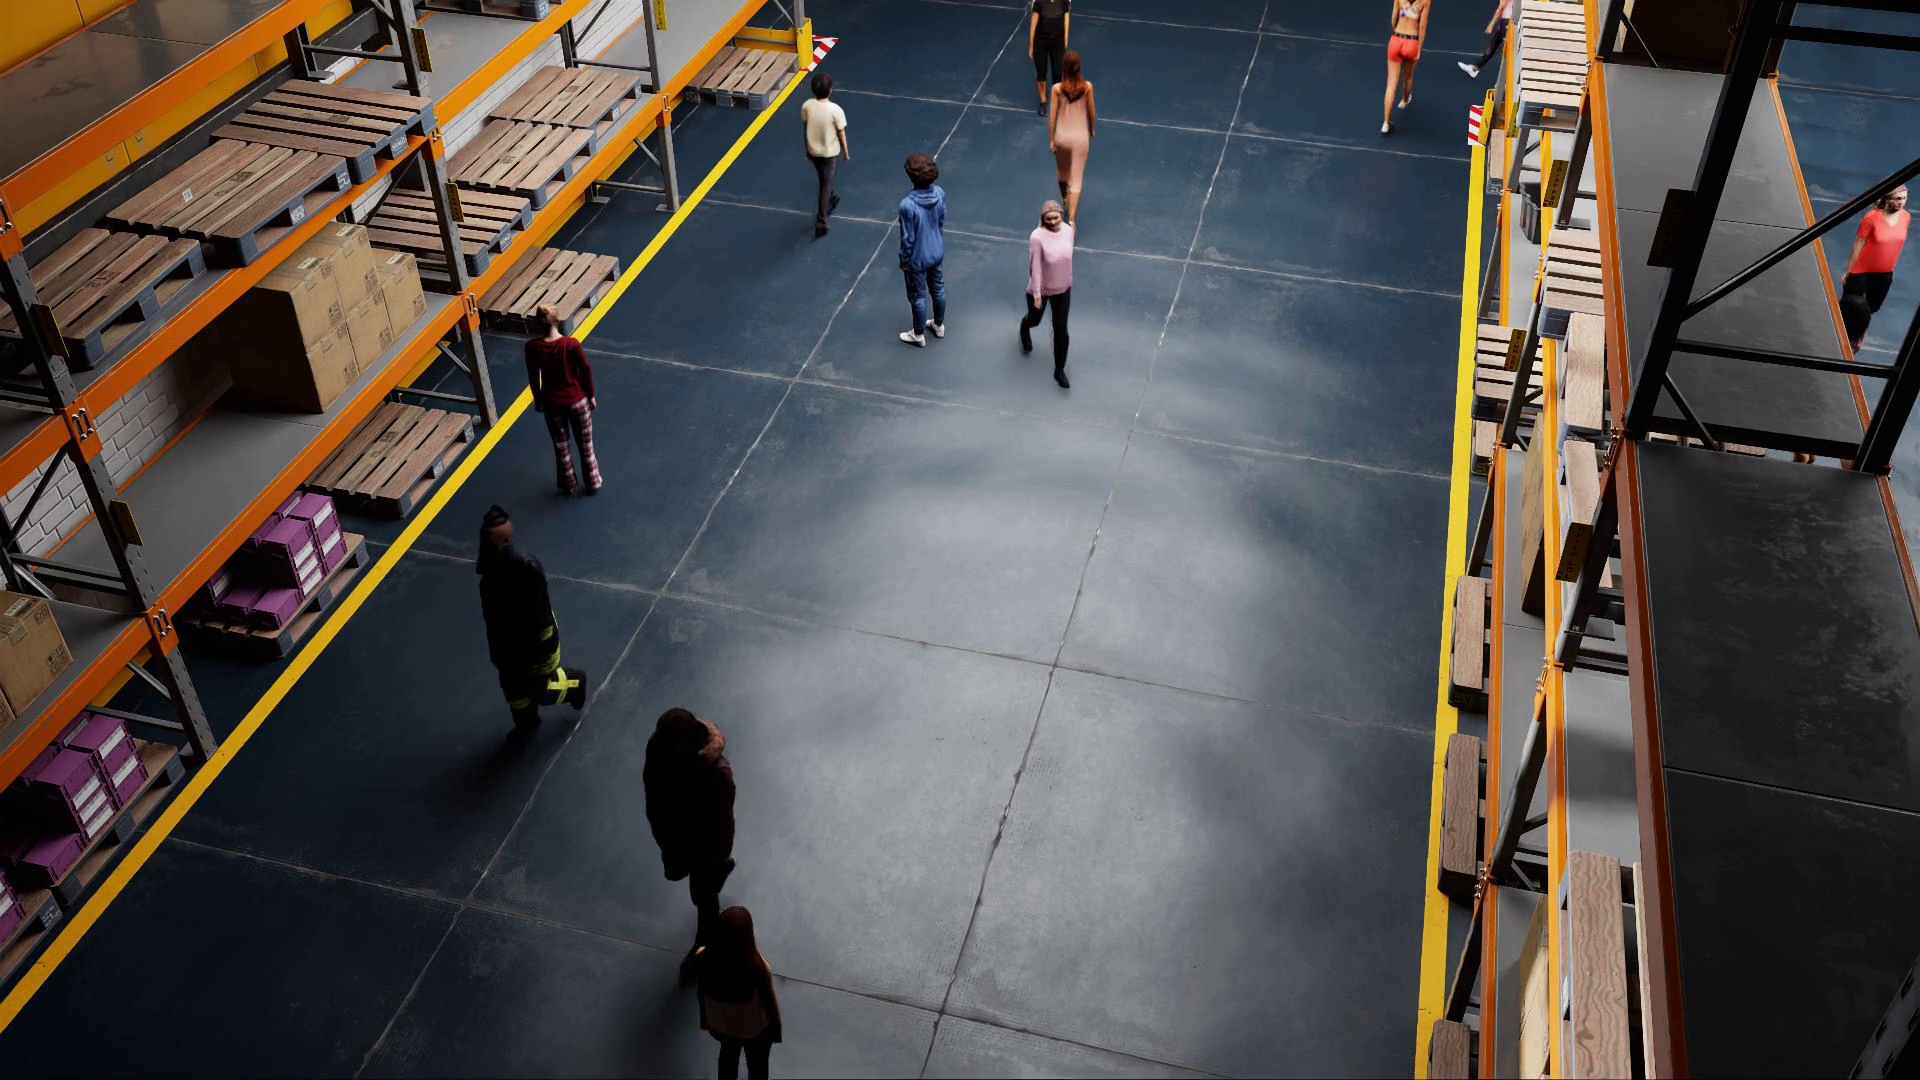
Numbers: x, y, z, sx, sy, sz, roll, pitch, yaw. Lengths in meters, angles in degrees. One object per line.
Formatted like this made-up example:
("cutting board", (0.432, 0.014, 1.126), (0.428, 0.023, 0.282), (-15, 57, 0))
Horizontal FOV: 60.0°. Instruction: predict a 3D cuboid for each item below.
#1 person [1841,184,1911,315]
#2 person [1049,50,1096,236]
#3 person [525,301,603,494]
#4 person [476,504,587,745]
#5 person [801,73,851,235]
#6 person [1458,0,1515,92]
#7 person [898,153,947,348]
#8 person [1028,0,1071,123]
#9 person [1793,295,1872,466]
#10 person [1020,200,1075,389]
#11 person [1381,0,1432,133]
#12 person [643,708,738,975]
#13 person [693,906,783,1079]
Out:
("person", (7.847, -2.369, 14.481), (0.774, 1.679, 0.933), (-5, 39, -6))
("person", (1.089, -3.828, 16.219), (0.720, 1.791, 1.169), (4, 39, 5))
("person", (-3.070, -1.106, 12.881), (0.688, 1.703, 0.639), (-4, 39, -5))
("person", (-2.773, 0.522, 10.727), (0.900, 1.847, 0.990), (22, 44, 26))
("person", (-1.362, -3.753, 16.319), (0.689, 1.549, 1.009), (15, 41, 17))
("person", (6.338, -5.874, 18.927), (0.860, 1.608, 1.014), (23, 44, 26))
("person", (-0.324, -2.548, 14.600), (0.713, 1.811, 0.821), (-29, 47, -31))
("person", (0.974, -5.544, 18.481), (0.704, 1.650, 0.840), (2, 39, 2))
("person", (6.687, -1.131, 12.885), (0.632, 1.737, 0.738), (-30, 47, -32))
("person", (0.716, -2.186, 14.276), (1.025, 1.650, 1.198), (-13, 40, -16))
("person", (4.808, -5.304, 18.108), (0.687, 1.741, 1.184), (16, 41, 19))
("person", (-1.473, 1.595, 9.399), (0.940, 1.829, 1.072), (23, 44, 26))
("person", (-1.135, 2.493, 8.370), (0.585, 1.708, 0.675), (9, 39, 11))
